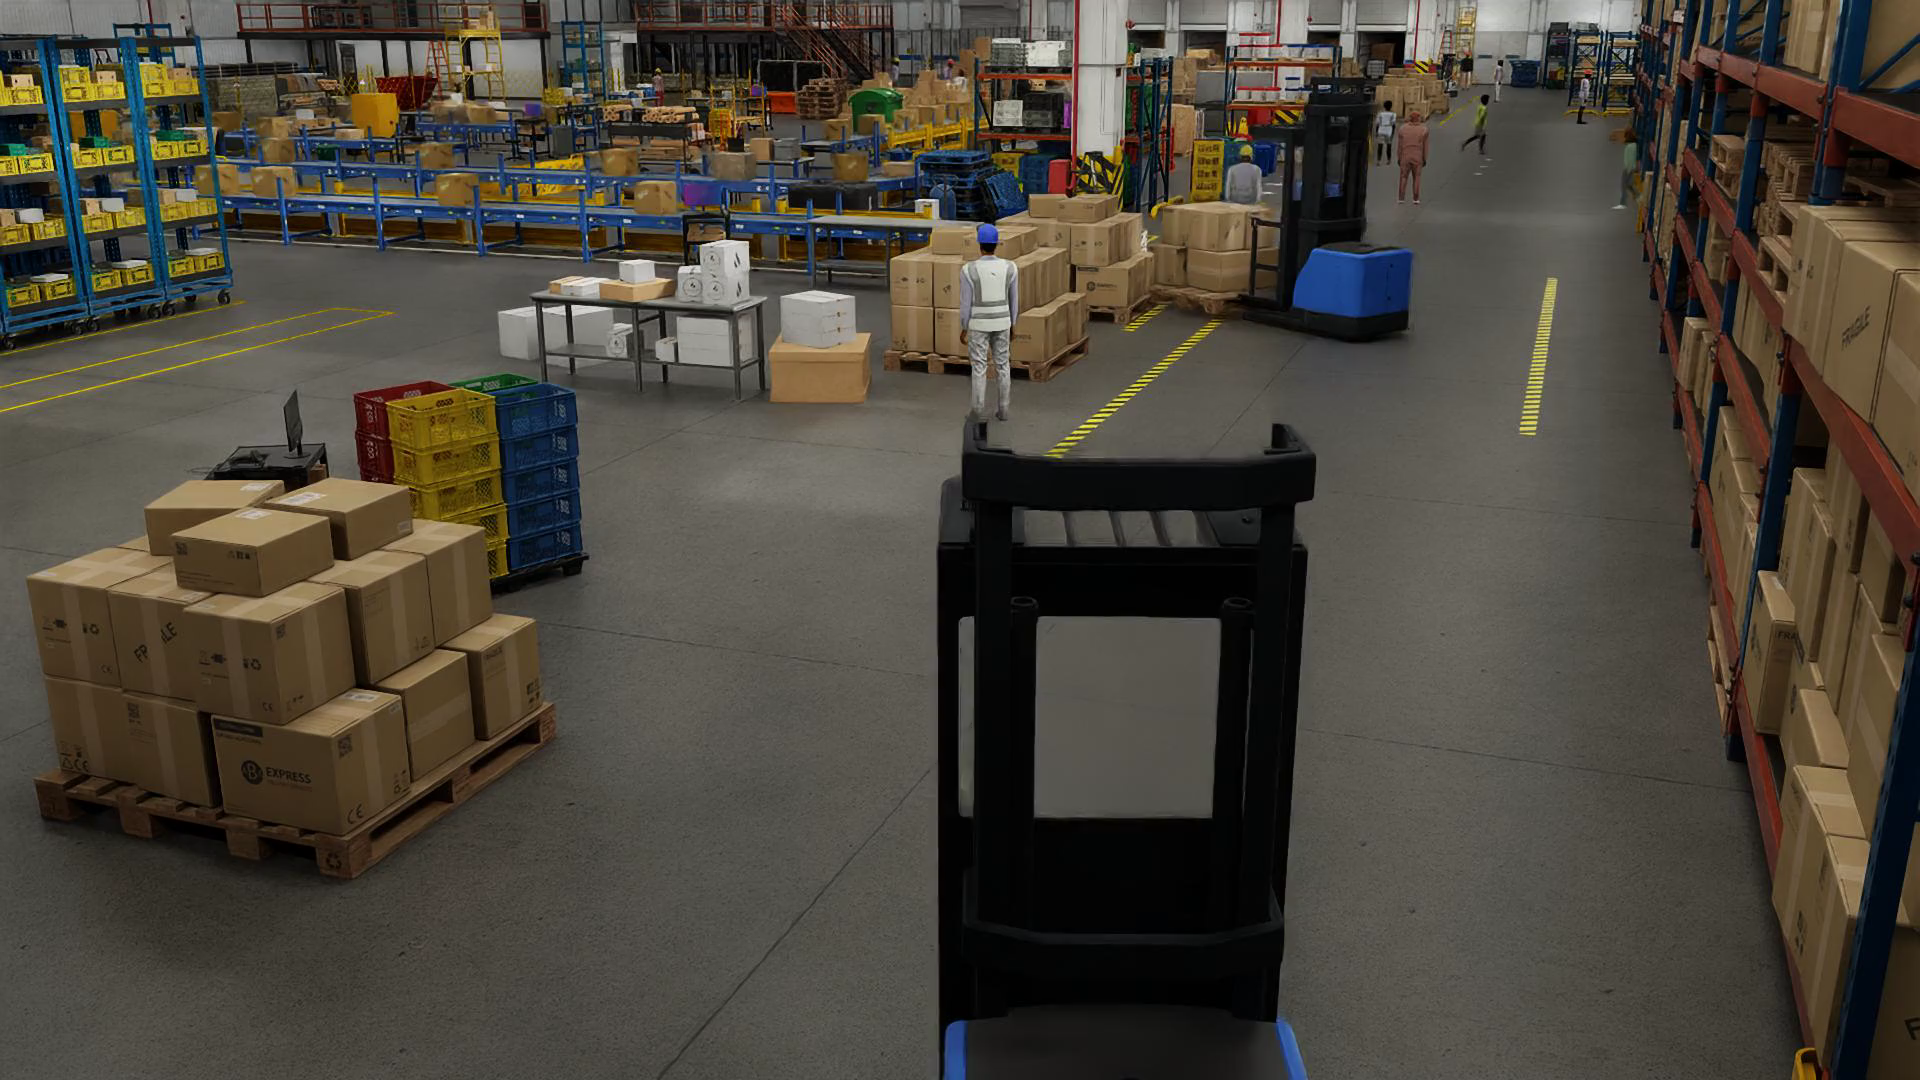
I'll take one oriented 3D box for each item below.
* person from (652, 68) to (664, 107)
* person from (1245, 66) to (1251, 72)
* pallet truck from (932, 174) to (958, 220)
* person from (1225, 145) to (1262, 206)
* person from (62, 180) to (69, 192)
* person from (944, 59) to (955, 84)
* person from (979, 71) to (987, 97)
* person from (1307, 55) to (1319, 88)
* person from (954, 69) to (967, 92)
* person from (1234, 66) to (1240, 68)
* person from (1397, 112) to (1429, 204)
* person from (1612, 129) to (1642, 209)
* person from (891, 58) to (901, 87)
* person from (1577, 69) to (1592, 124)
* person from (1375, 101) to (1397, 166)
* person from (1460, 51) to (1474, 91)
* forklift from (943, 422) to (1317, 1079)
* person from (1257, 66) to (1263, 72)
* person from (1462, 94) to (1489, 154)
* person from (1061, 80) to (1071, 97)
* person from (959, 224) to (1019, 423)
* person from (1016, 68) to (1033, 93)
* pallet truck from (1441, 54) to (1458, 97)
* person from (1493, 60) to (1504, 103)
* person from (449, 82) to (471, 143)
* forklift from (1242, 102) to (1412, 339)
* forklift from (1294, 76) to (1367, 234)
[{"bbox_3d":[-11.835,-17.621,65.335,0.524,1.768,0.312,9,20,26],"label":"person"},{"bbox_3d":[12.739,-20.252,73.455,0.400,1.851,0.564,9,20,25],"label":"person"},{"bbox_3d":[-0.507,-5.292,27.348,0.653,1.274,1.630,6,19,19],"label":"pallet truck"},{"bbox_3d":[4.734,-5.684,27.799,0.607,1.788,0.915,5,18,15],"label":"person"},{"bbox_3d":[-15.397,-5.871,28.186,0.405,1.905,0.650,14,22,37],"label":"person"},{"bbox_3d":[-0.511,-18.923,69.016,0.567,2.015,0.652,8,19,24],"label":"person"},{"bbox_3d":[0.791,-15.554,58.643,0.993,1.883,0.568,-4,18,-12],"label":"person"},{"bbox_3d":[18.630,-24.600,87.319,0.888,1.729,0.521,5,18,16],"label":"person"},{"bbox_3d":[0.073,-16.585,61.961,0.582,1.826,1.003,8,19,23],"label":"person"},{"bbox_3d":[14.100,-23.743,84.702,0.381,1.679,0.548,-2,18,-8],"label":"person"},{"bbox_3d":[9.541,-8.057,35.075,0.637,1.900,0.396,6,19,17],"label":"person"},{"bbox_3d":[13.770,-7.599,34.090,0.527,1.615,0.511,4,18,11],"label":"person"},{"bbox_3d":[-2.816,-20.809,75.167,0.958,1.883,0.592,-6,19,-19],"label":"person"},{"bbox_3d":[22.460,-15.926,59.753,0.385,1.930,0.539,2,18,6],"label":"person"},{"bbox_3d":[11.193,-10.700,43.779,0.542,1.648,0.889,7,19,21],"label":"person"},{"bbox_3d":[25.835,-23.905,84.799,0.649,1.937,1.046,3,18,8],"label":"person"},{"bbox_3d":[0.469,1.040,4.886,1.129,2.768,1.873,0,18,1],"label":"forklift"},{"bbox_3d":[16.473,-26.016,91.447,0.367,1.927,0.587,7,19,21],"label":"person"},{"bbox_3d":[14.675,-11.780,47.135,0.642,1.677,0.536,1,18,2],"label":"person"},{"bbox_3d":[4.874,-21.282,76.613,0.864,1.913,0.640,-4,18,-12],"label":"person"},{"bbox_3d":[0.279,-2.109,16.295,0.605,1.948,0.386,-6,19,-18],"label":"person"},{"bbox_3d":[2.471,-17.482,64.449,0.683,2.000,0.536,1,18,2],"label":"person"},{"bbox_3d":[22.765,-21.886,78.355,0.823,1.965,1.885,-4,18,-14],"label":"pallet truck"},{"bbox_3d":[23.954,-20.389,73.908,0.429,1.844,0.625,2,18,7],"label":"person"},{"bbox_3d":[-15.459,-13.117,51.087,0.853,1.836,0.528,6,19,19],"label":"person"},{"bbox_3d":[4.698,-4.073,20.952,1.129,2.768,1.873,-13,22,-35],"label":"forklift"},{"bbox_3d":[6.598,-6.755,29.381,1.129,2.768,1.873,6,19,19],"label":"forklift"}]
